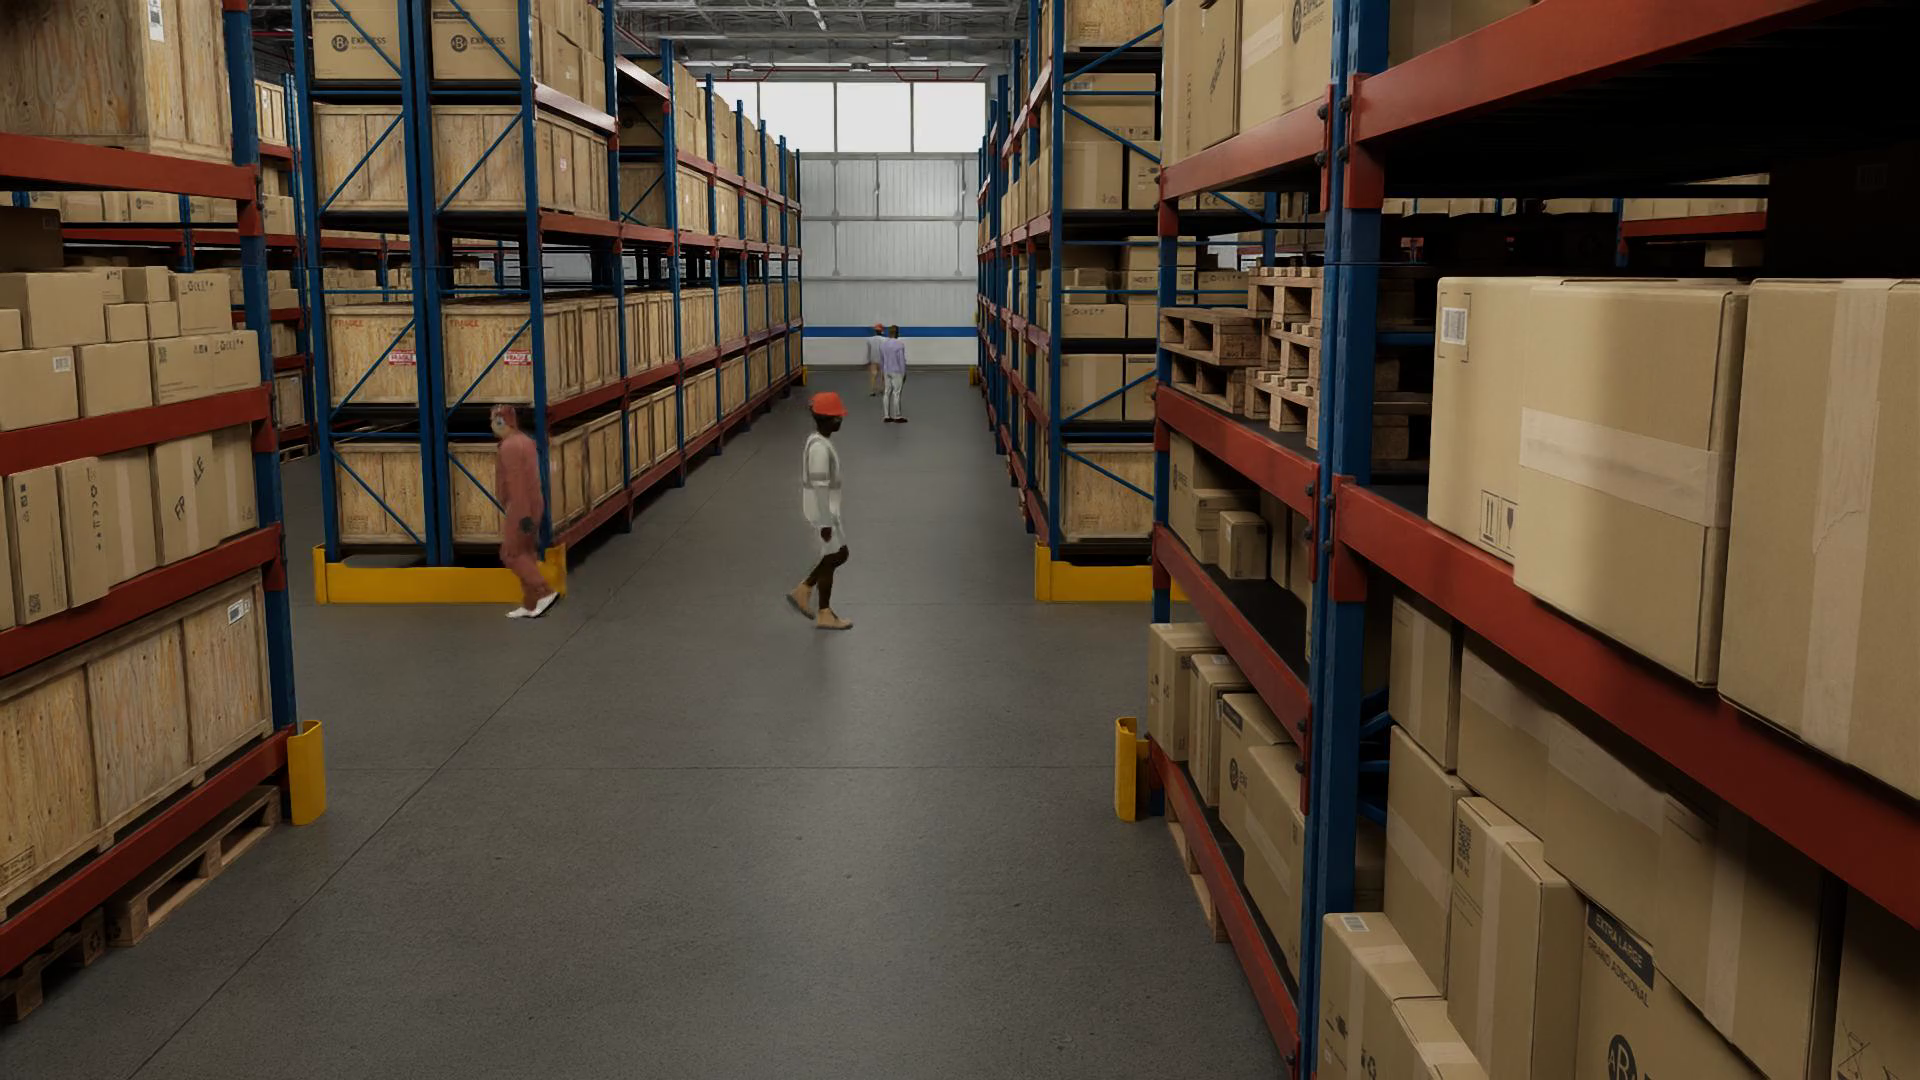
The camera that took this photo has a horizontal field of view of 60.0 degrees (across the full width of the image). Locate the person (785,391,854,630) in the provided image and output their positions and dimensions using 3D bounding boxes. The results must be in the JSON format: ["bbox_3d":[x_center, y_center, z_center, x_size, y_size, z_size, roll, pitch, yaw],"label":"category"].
[{"bbox_3d":[-1.151,-0.238,13.932,0.490,2.023,0.628,0,9,-2],"label":"person"}]

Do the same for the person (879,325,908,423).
[{"bbox_3d":[-1.314,-3.266,32.770,0.633,1.936,0.359,7,11,35],"label":"person"}]

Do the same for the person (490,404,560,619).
[{"bbox_3d":[-3.793,-0.240,14.384,0.488,1.879,0.677,0,9,-2],"label":"person"}]

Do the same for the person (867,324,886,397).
[{"bbox_3d":[-1.925,-4.271,39.623,0.585,1.710,0.865,3,10,19],"label":"person"}]

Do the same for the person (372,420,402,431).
[{"bbox_3d":[-7.931,-1.639,23.022,0.396,1.872,0.749,0,9,2],"label":"person"}]
